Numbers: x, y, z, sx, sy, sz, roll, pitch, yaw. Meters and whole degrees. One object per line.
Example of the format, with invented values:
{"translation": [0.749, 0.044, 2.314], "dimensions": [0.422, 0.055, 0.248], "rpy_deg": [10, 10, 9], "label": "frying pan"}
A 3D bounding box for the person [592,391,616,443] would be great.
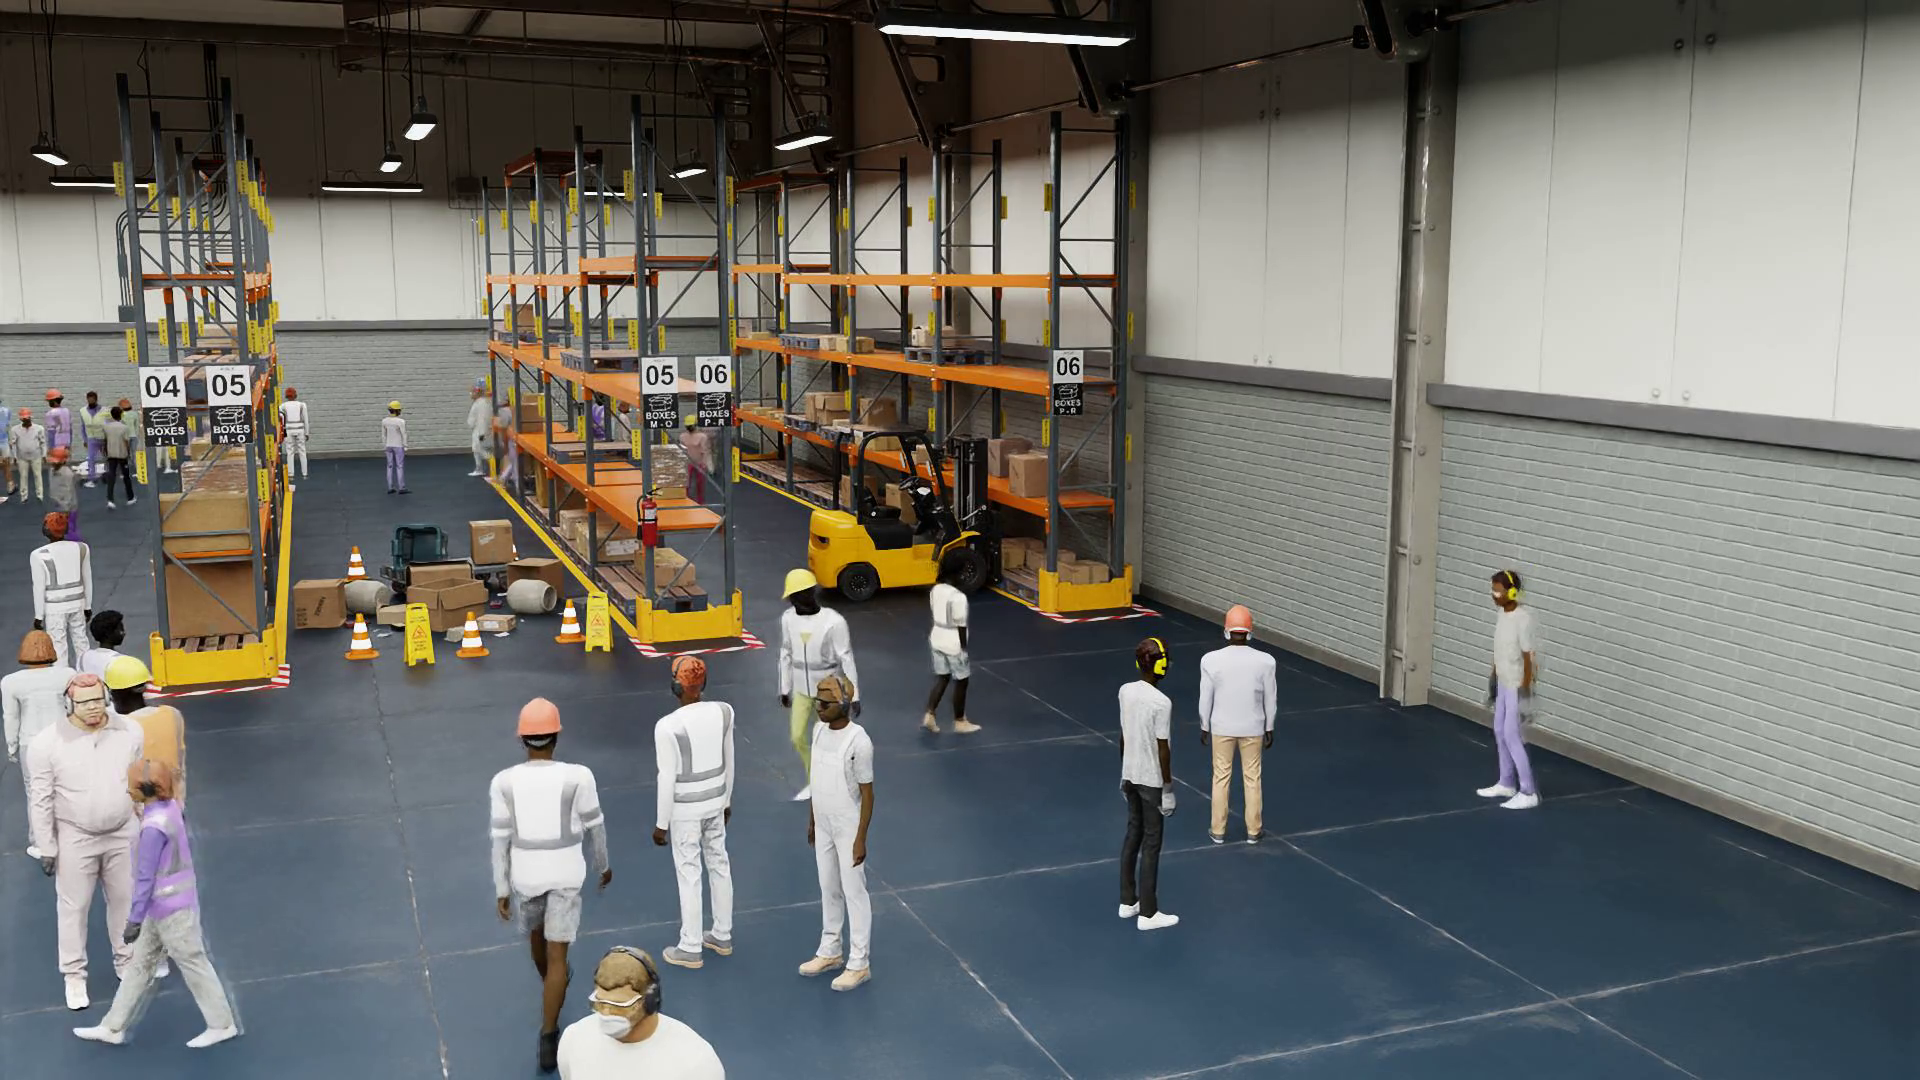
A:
{"translation": [-7.185, -2.085, 33.438], "dimensions": [0.635, 1.835, 0.429], "rpy_deg": [7, 11, 38], "label": "person"}

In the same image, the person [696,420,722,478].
{"translation": [-5.090, -2.157, 33.971], "dimensions": [0.608, 1.814, 0.691], "rpy_deg": [-4, 10, -22], "label": "person"}

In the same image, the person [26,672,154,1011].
{"translation": [-4.902, 1.685, 9.466], "dimensions": [0.400, 1.907, 0.644], "rpy_deg": [8, 12, 42], "label": "person"}

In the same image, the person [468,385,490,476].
{"translation": [-9.863, -2.245, 34.252], "dimensions": [0.533, 1.890, 0.666], "rpy_deg": [-4, 10, -21], "label": "person"}

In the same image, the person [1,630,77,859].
{"translation": [-6.505, 1.445, 11.831], "dimensions": [0.501, 1.633, 0.279], "rpy_deg": [-6, 11, -33], "label": "person"}

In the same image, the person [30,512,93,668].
{"translation": [-8.603, 0.666, 15.954], "dimensions": [0.355, 1.882, 0.576], "rpy_deg": [5, 10, 30], "label": "person"}

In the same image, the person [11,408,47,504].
{"translation": [-16.884, -1.530, 30.176], "dimensions": [0.563, 1.751, 0.342], "rpy_deg": [-4, 10, -24], "label": "person"}

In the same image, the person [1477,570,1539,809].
{"translation": [4.305, 1.159, 13.015], "dimensions": [0.401, 1.847, 0.616], "rpy_deg": [0, 9, -3], "label": "person"}

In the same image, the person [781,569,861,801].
{"translation": [-1.038, 1.154, 12.849], "dimensions": [0.771, 1.902, 0.477], "rpy_deg": [4, 10, 24], "label": "person"}

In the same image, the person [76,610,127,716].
{"translation": [-6.221, 1.352, 12.203], "dimensions": [0.536, 1.699, 0.322], "rpy_deg": [4, 10, 24], "label": "person"}

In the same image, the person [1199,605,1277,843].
{"translation": [2.019, 1.339, 12.106], "dimensions": [0.563, 1.755, 0.323], "rpy_deg": [1, 9, 6], "label": "person"}

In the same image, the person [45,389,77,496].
{"translation": [-16.759, -1.786, 30.926], "dimensions": [0.403, 2.036, 0.612], "rpy_deg": [1, 9, 4], "label": "person"}

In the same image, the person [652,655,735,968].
{"translation": [-1.589, 1.617, 9.965], "dimensions": [0.356, 1.883, 0.573], "rpy_deg": [8, 12, 41], "label": "person"}

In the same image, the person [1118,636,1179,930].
{"translation": [1.197, 1.535, 10.563], "dimensions": [0.335, 1.860, 0.508], "rpy_deg": [-5, 10, -29], "label": "person"}

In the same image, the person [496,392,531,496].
{"translation": [-8.411, -1.842, 31.242], "dimensions": [0.741, 2.000, 0.687], "rpy_deg": [2, 9, 13], "label": "person"}

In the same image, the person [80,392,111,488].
{"translation": [-16.826, -1.946, 32.421], "dimensions": [0.629, 1.864, 0.955], "rpy_deg": [-1, 9, -6], "label": "person"}

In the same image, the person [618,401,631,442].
{"translation": [-6.743, -1.995, 33.479], "dimensions": [0.282, 1.633, 0.501], "rpy_deg": [-1, 9, -9], "label": "person"}

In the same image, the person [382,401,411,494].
{"translation": [-10.704, -1.757, 31.573], "dimensions": [0.533, 1.766, 0.326], "rpy_deg": [3, 10, 19], "label": "person"}

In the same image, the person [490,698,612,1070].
{"translation": [-2.195, 1.775, 8.965], "dimensions": [0.566, 1.875, 1.027], "rpy_deg": [0, 9, 1], "label": "person"}

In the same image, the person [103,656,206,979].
{"translation": [-4.823, 1.627, 9.835], "dimensions": [0.432, 1.913, 0.598], "rpy_deg": [3, 10, 20], "label": "person"}

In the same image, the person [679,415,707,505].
{"translation": [-4.606, -1.272, 28.601], "dimensions": [0.540, 1.738, 0.725], "rpy_deg": [1, 9, 9], "label": "person"}

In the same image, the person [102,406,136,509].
{"translation": [-15.027, -1.474, 29.641], "dimensions": [0.536, 1.825, 0.995], "rpy_deg": [-1, 9, -9], "label": "person"}

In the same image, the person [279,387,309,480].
{"translation": [-13.480, -2.149, 33.659], "dimensions": [0.574, 1.887, 0.355], "rpy_deg": [-5, 10, -29], "label": "person"}

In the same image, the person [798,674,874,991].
{"translation": [-0.710, 1.682, 9.677], "dimensions": [0.344, 1.846, 0.506], "rpy_deg": [-9, 12, -44], "label": "person"}

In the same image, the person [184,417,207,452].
{"translation": [-14.756, -1.742, 32.032], "dimensions": [0.493, 1.582, 0.829], "rpy_deg": [-3, 10, -19], "label": "person"}

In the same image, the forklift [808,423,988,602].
{"translation": [-0.830, -0.399, 21.676], "dimensions": [2.313, 2.155, 1.214], "rpy_deg": [-4, 10, -21], "label": "forklift"}

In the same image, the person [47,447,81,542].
{"translation": [-12.809, -0.481, 23.697], "dimensions": [0.590, 1.712, 0.597], "rpy_deg": [5, 10, 28], "label": "person"}

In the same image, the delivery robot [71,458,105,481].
{"translation": [-17.092, -1.372, 32.649], "dimensions": [0.477, 0.478, 0.707], "rpy_deg": [4, 10, 22], "label": "delivery robot"}

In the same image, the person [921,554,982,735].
{"translation": [-0.100, 0.944, 14.880], "dimensions": [0.583, 1.673, 0.577], "rpy_deg": [-6, 11, -35], "label": "person"}

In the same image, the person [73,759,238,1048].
{"translation": [-4.277, 1.944, 8.799], "dimensions": [0.827, 1.596, 0.522], "rpy_deg": [-4, 10, -21], "label": "person"}

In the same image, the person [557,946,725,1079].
{"translation": [-1.078, 2.281, 5.637], "dimensions": [0.628, 1.933, 0.367], "rpy_deg": [4, 10, 22], "label": "person"}

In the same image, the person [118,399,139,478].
{"translation": [-17.030, -2.075, 34.020], "dimensions": [0.290, 1.626, 0.501], "rpy_deg": [5, 10, 28], "label": "person"}

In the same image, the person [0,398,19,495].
{"translation": [-18.196, -1.844, 31.425], "dimensions": [1.057, 1.981, 0.636], "rpy_deg": [8, 12, 41], "label": "person"}
